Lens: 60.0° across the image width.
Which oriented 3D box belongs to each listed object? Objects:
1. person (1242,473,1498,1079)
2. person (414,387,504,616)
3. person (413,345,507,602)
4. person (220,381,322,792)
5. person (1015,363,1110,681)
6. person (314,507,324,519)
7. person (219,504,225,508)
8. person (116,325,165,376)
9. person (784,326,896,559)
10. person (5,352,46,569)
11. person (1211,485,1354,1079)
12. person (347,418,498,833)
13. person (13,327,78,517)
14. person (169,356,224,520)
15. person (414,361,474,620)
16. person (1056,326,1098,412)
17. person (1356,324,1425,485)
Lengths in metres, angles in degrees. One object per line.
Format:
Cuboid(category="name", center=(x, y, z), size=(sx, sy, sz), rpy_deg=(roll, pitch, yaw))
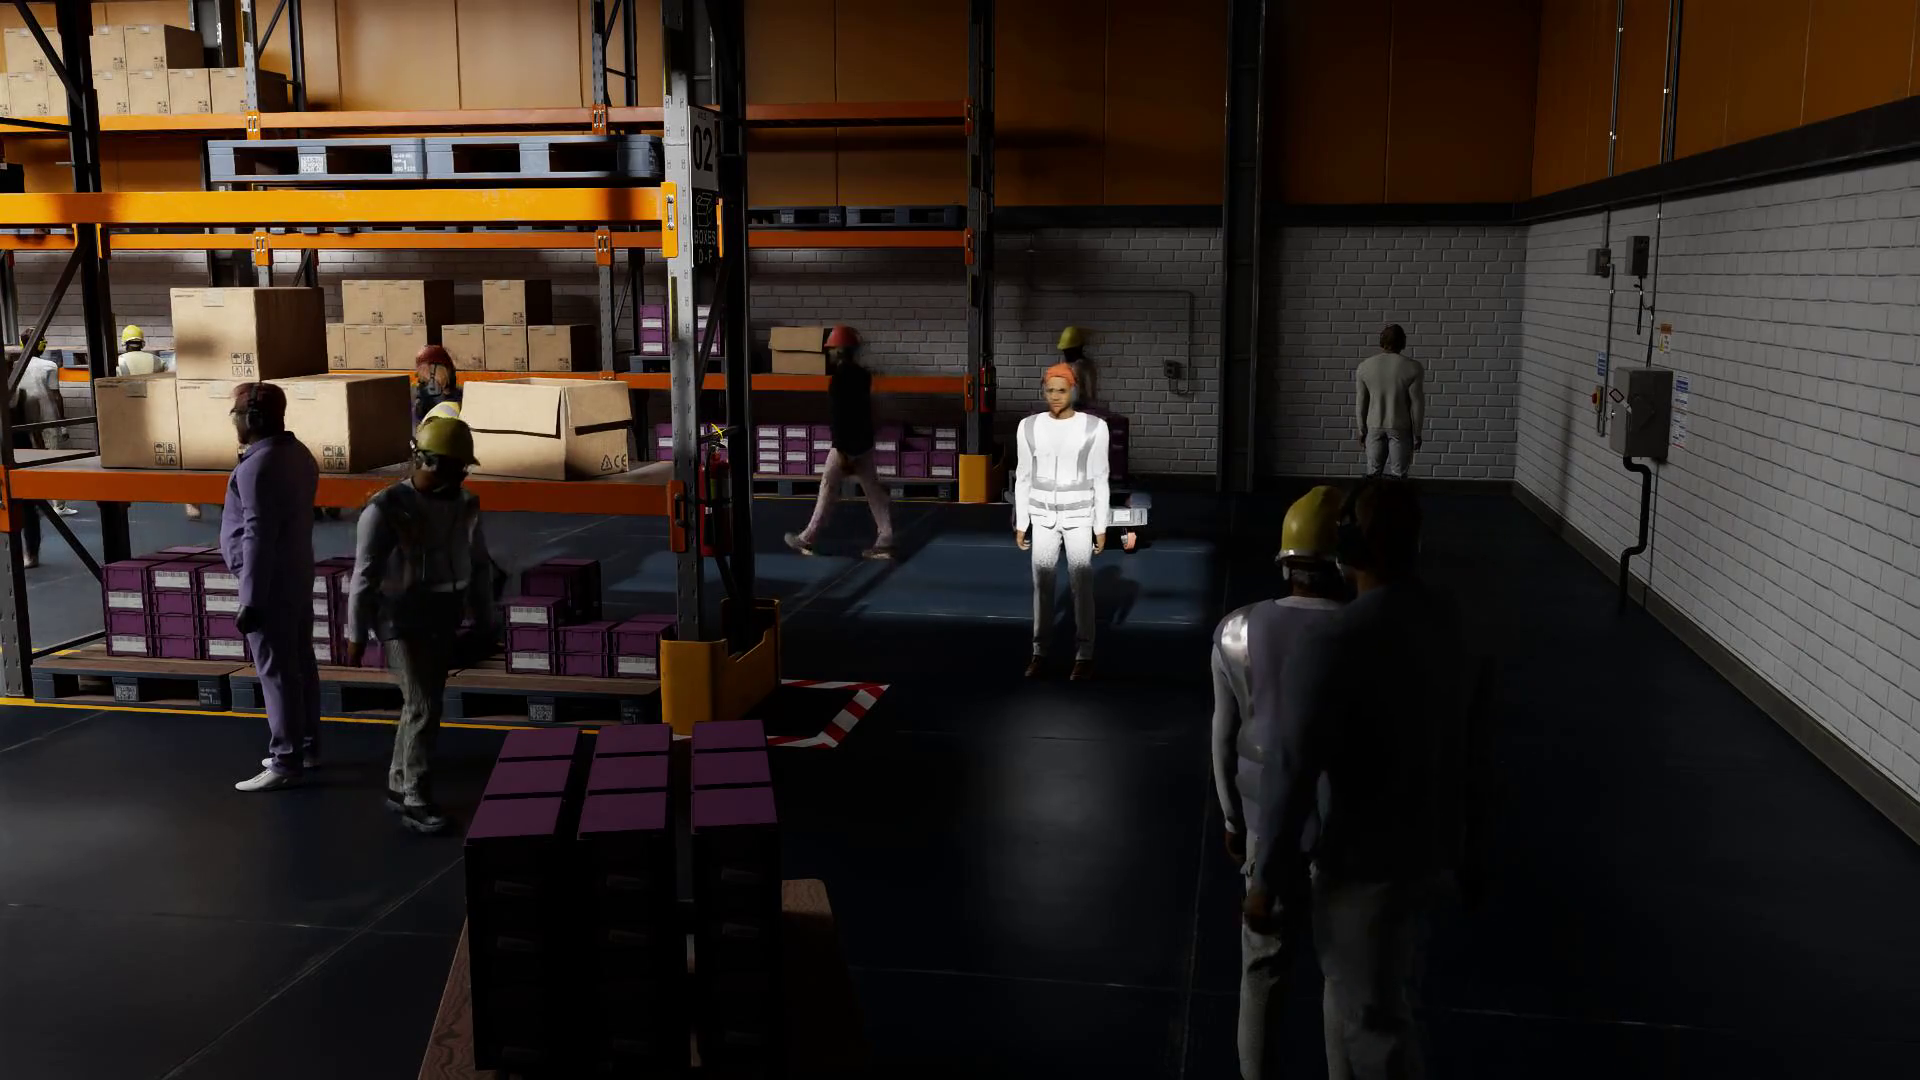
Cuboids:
Cuboid(category="person", center=(1.019, 0.795, 4.106), size=(0.633, 1.918, 0.463), rpy_deg=(-8, 12, -42))
Cuboid(category="person", center=(-3.440, -0.225, 11.139), size=(0.869, 1.691, 0.480), rpy_deg=(-4, 10, -24))
Cuboid(category="person", center=(-3.546, -0.419, 11.722), size=(0.624, 1.904, 0.596), rpy_deg=(6, 11, 32))
Cuboid(category="person", center=(-3.224, 0.213, 7.778), size=(0.410, 1.909, 0.643), rpy_deg=(-1, 9, -3))
Cuboid(category="person", center=(0.603, -0.104, 9.845), size=(0.578, 1.878, 0.346), rpy_deg=(3, 10, 18))
Cuboid(category="person", center=(-6.423, -1.148, 16.120), size=(0.362, 1.939, 0.542), rpy_deg=(-8, 12, -42))
Cuboid(category="person", center=(-4.877, -0.452, 11.541), size=(0.461, 2.022, 0.633), rpy_deg=(2, 9, 15))
Cuboid(category="person", center=(-8.973, -1.423, 18.158), size=(0.404, 1.830, 0.603), rpy_deg=(8, 12, 41))
Cuboid(category="person", center=(-0.982, -0.812, 13.990), size=(1.028, 1.944, 0.607), rpy_deg=(5, 11, 29))
Cuboid(category="person", center=(-7.512, -0.598, 13.170), size=(0.514, 1.806, 0.938), rpy_deg=(-4, 10, -23))
Cuboid(category="person", center=(0.985, 0.764, 4.574), size=(0.590, 1.837, 0.404), rpy_deg=(6, 11, 32))
Cuboid(category="person", center=(-2.316, 0.363, 7.202), size=(0.668, 1.785, 0.611), rpy_deg=(5, 10, 29))
Cuboid(category="person", center=(-9.006, -1.143, 16.307), size=(0.512, 1.872, 0.328), rpy_deg=(0, 9, -1))
Cuboid(category="person", center=(-7.056, -1.134, 15.720), size=(0.615, 2.000, 0.693), rpy_deg=(8, 12, 42))
Cuboid(category="person", center=(-3.318, -0.225, 10.700), size=(0.430, 1.843, 0.625), rpy_deg=(-1, 9, -6))
Cuboid(category="person", center=(1.125, -1.107, 16.007), size=(0.530, 1.894, 0.591), rpy_deg=(2, 9, 13))
Cuboid(category="person", center=(3.921, -0.996, 15.182), size=(0.630, 1.940, 0.372), rpy_deg=(5, 10, 28))
